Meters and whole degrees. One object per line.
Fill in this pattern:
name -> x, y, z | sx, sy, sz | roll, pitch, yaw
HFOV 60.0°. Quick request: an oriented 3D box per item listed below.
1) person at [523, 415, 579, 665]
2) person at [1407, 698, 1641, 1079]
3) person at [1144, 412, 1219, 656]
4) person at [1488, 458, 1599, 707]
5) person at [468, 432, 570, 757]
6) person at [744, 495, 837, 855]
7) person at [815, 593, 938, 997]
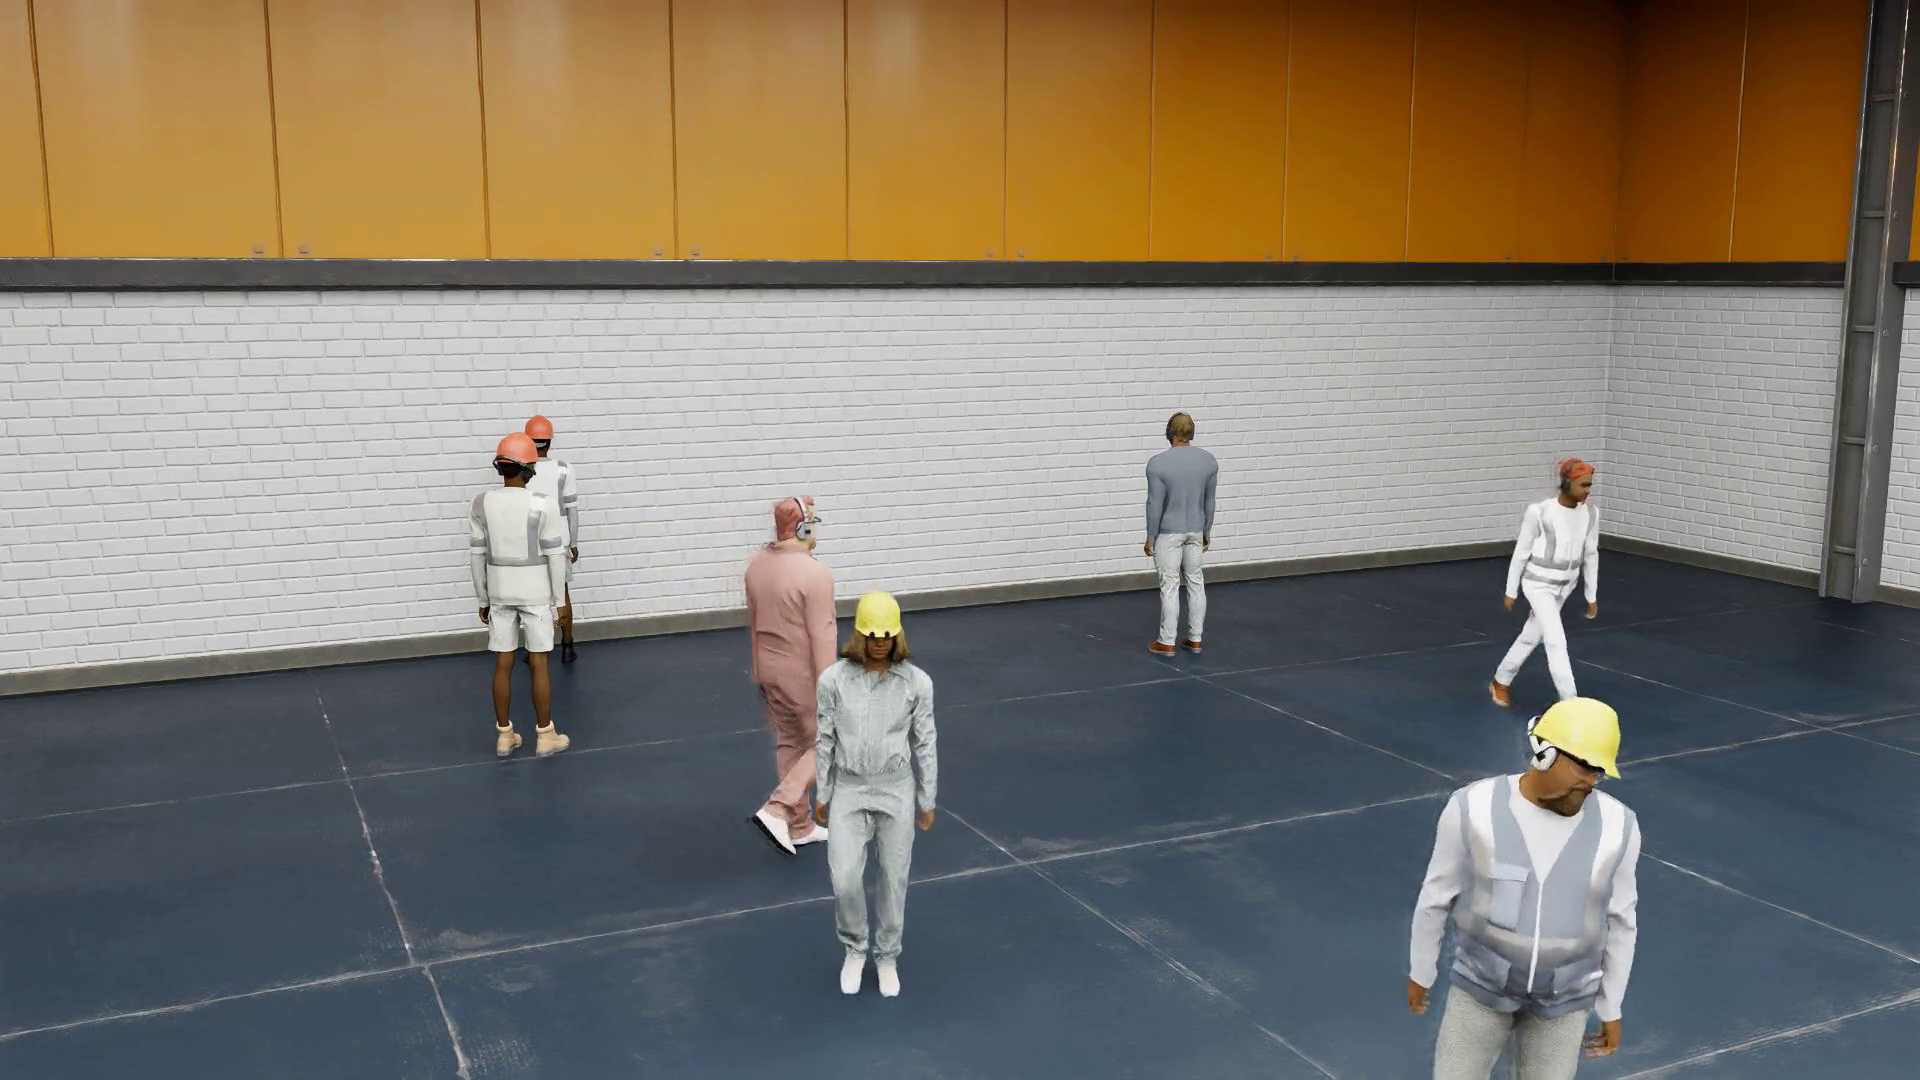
person -> -3.220, 0.006, 12.846 | 0.543, 1.939, 0.360 | -3, 10, -18
person -> 1.660, 1.343, 5.052 | 0.724, 1.793, 0.406 | 2, 9, 15
person -> 1.732, -0.046, 13.174 | 0.632, 1.940, 0.372 | -4, 10, -25
person -> 3.989, 0.324, 11.316 | 0.585, 1.813, 1.053 | -4, 10, -26
person -> -2.747, 0.346, 10.417 | 0.607, 2.044, 0.379 | 1, 9, 8
person -> -0.856, 0.710, 8.608 | 0.517, 1.894, 0.663 | -8, 12, -39
person -> -0.346, 1.066, 6.911 | 0.515, 1.724, 0.427 | -1, 9, -3
